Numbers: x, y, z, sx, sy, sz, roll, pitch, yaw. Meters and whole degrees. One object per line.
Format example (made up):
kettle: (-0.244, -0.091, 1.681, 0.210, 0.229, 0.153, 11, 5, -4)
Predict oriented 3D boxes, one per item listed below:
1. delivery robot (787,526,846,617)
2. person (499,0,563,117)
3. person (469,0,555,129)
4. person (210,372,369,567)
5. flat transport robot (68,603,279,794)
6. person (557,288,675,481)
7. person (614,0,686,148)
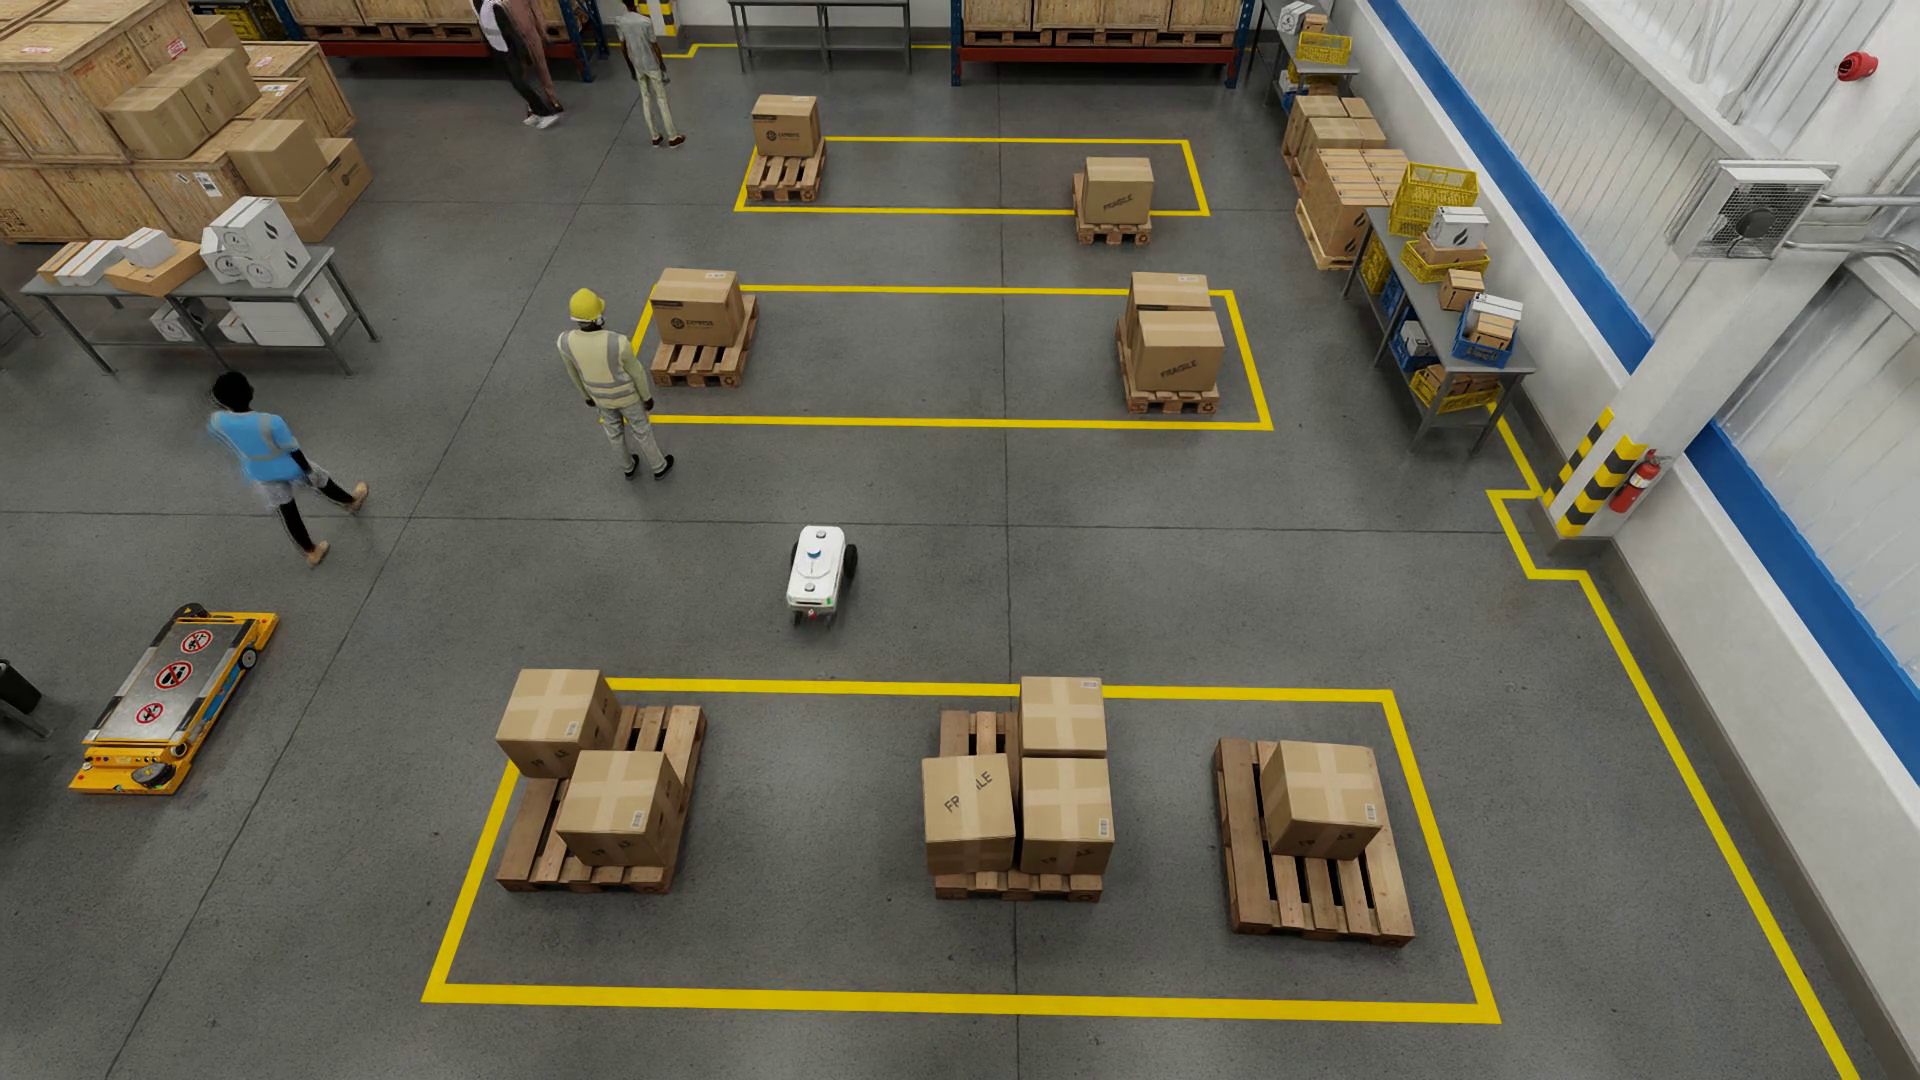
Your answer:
delivery robot: (-1.077, 0.221, 6.912, 0.477, 0.478, 0.707, 3, 50, 1)
person: (-5.623, -6.437, 11.733, 0.656, 1.905, 0.403, -20, 53, -16)
person: (-5.716, -6.175, 11.530, 0.618, 1.874, 0.476, 34, 58, 25)
person: (-5.123, -0.603, 6.956, 0.538, 1.643, 0.850, -4, 50, -4)
flat transport robot: (-5.504, 1.072, 6.442, 0.652, 0.197, 1.431, 1, 50, 1)
person: (-2.757, -1.199, 7.347, 0.591, 1.834, 0.404, 5, 50, 4)
person: (-3.810, -5.749, 11.172, 0.519, 1.874, 0.326, 8, 50, 7)
